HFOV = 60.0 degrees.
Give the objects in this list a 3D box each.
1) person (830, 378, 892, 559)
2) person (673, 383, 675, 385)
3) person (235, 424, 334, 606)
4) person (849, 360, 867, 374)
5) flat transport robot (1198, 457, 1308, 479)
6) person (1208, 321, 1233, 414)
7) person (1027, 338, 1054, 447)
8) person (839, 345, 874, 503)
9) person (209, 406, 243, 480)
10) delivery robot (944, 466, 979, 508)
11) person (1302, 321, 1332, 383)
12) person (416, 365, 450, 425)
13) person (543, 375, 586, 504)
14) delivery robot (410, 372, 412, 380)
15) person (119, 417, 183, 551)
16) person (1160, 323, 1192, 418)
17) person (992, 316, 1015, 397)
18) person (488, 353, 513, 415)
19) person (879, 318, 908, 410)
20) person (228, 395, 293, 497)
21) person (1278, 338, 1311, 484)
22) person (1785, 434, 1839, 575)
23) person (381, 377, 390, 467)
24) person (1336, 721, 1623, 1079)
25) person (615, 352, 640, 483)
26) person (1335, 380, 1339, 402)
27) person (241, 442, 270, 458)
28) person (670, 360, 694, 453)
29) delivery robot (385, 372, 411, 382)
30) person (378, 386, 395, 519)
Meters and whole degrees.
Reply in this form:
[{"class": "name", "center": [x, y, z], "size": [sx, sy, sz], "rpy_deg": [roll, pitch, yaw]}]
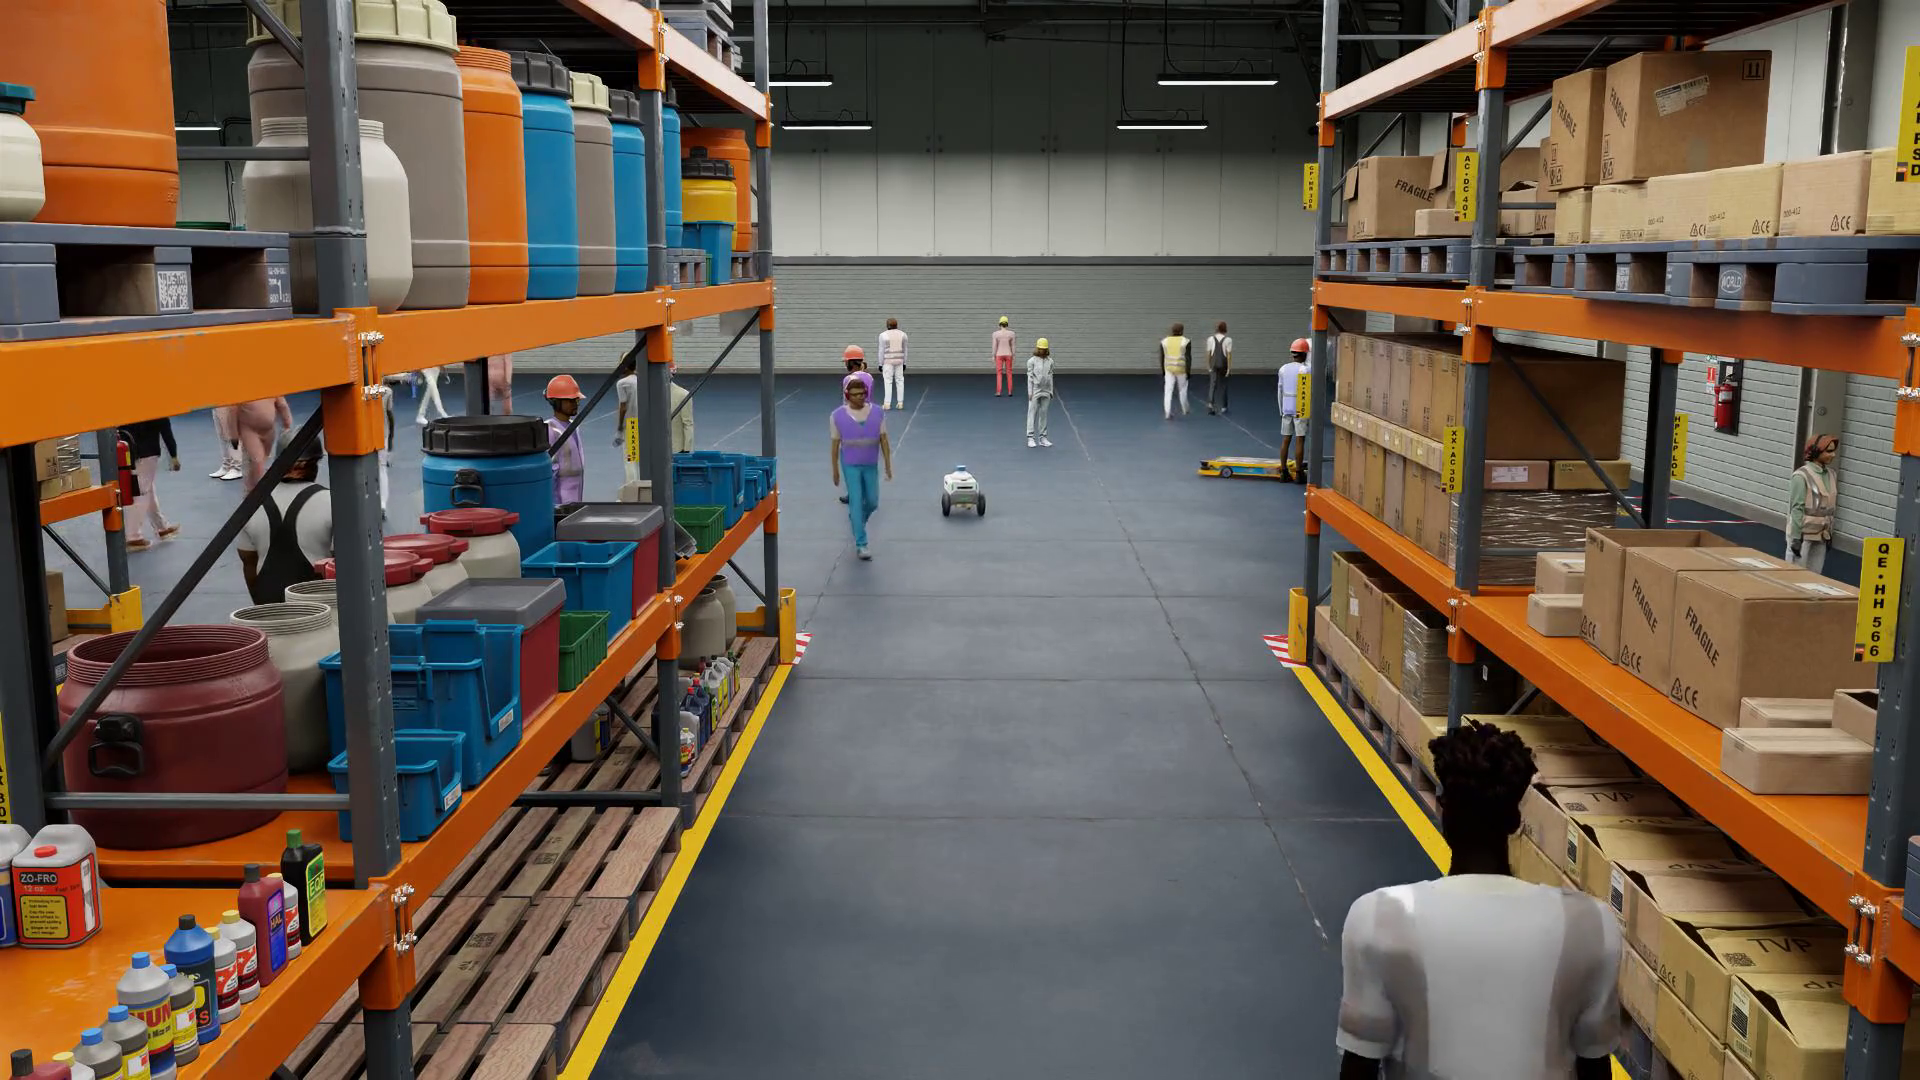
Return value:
[{"class": "person", "center": [-1.032, -0.748, 16.811], "size": [0.627, 1.809, 0.748], "rpy_deg": [-3, 10, -19]}, {"class": "person", "center": [-4.094, -1.625, 22.680], "size": [0.766, 1.609, 0.531], "rpy_deg": [9, 13, 42]}, {"class": "person", "center": [-3.724, 0.371, 9.553], "size": [0.674, 2.000, 0.537], "rpy_deg": [1, 10, 7]}, {"class": "person", "center": [-1.417, -1.669, 22.844], "size": [0.312, 1.638, 0.512], "rpy_deg": [5, 11, 25]}, {"class": "flat transport robot", "center": [4.093, -1.008, 23.103], "size": [1.431, 0.197, 0.652], "rpy_deg": [4, 10, 23]}, {"class": "person", "center": [5.092, -3.398, 32.722], "size": [0.509, 1.813, 0.911], "rpy_deg": [4, 10, 20]}, {"class": "person", "center": [1.309, -2.376, 26.776], "size": [0.487, 1.741, 0.313], "rpy_deg": [-6, 11, -30]}, {"class": "person", "center": [-1.292, -1.439, 20.563], "size": [0.351, 1.941, 0.545], "rpy_deg": [5, 11, 28]}, {"class": "person", "center": [-10.079, -1.780, 22.721], "size": [0.400, 1.905, 0.643], "rpy_deg": [-8, 13, -41]}, {"class": "delivery robot", "center": [0.015, -0.638, 19.753], "size": [0.477, 0.478, 0.707], "rpy_deg": [-1, 10, -7]}, {"class": "person", "center": [6.523, -3.082, 30.549], "size": [0.627, 1.902, 1.019], "rpy_deg": [1, 10, 4]}, {"class": "person", "center": [-9.586, -2.991, 30.275], "size": [1.040, 1.811, 0.505], "rpy_deg": [4, 10, 23]}, {"class": "person", "center": [-3.211, -0.326, 13.589], "size": [0.371, 2.044, 0.607], "rpy_deg": [1, 10, 5]}, {"class": "delivery robot", "center": [-13.745, -4.151, 40.801], "size": [0.707, 0.478, 0.477], "rpy_deg": [5, 11, 26]}, {"class": "person", "center": [-8.418, -0.909, 17.342], "size": [0.642, 1.947, 0.973], "rpy_deg": [3, 10, 15]}, {"class": "person", "center": [4.139, -3.230, 31.736], "size": [0.652, 1.790, 0.947], "rpy_deg": [5, 11, 27]}, {"class": "person", "center": [0.962, -4.054, 36.749], "size": [0.533, 1.767, 0.312], "rpy_deg": [-2, 10, -11]}, {"class": "person", "center": [-8.137, -2.846, 29.242], "size": [0.668, 1.851, 0.989], "rpy_deg": [2, 10, 10]}, {"class": "person", "center": [-1.366, -3.565, 33.592], "size": [0.625, 1.846, 0.429], "rpy_deg": [-4, 10, -25]}, {"class": "person", "center": [-8.311, -1.267, 19.810], "size": [1.017, 1.838, 0.664], "rpy_deg": [7, 12, 36]}, {"class": "person", "center": [4.526, -1.733, 22.336], "size": [0.379, 1.937, 0.548], "rpy_deg": [-8, 12, -39]}, {"class": "person", "center": [6.631, -0.016, 12.976], "size": [0.508, 1.629, 0.315], "rpy_deg": [-6, 11, -30]}, {"class": "person", "center": [-8.477, -1.887, 23.840], "size": [0.591, 1.750, 0.529], "rpy_deg": [-6, 11, -34]}, {"class": "person", "center": [1.151, 1.368, 3.731], "size": [0.626, 1.952, 0.415], "rpy_deg": [2, 10, 10]}, {"class": "person", "center": [-4.011, -1.361, 20.322], "size": [0.310, 1.864, 0.533], "rpy_deg": [6, 11, 31]}, {"class": "person", "center": [5.505, -1.734, 23.292], "size": [0.505, 1.623, 0.527], "rpy_deg": [2, 10, 13]}, {"class": "person", "center": [-10.540, -2.155, 24.759], "size": [0.628, 1.971, 0.677], "rpy_deg": [2, 10, 13]}, {"class": "person", "center": [-3.110, -0.970, 17.593], "size": [0.620, 1.994, 0.381], "rpy_deg": [4, 10, 21]}, {"class": "delivery robot", "center": [-13.522, -3.989, 39.827], "size": [0.707, 0.478, 0.477], "rpy_deg": [3, 10, 16]}, {"class": "person", "center": [-6.844, -1.173, 19.355], "size": [0.542, 1.830, 0.919], "rpy_deg": [-4, 10, -20]}]
